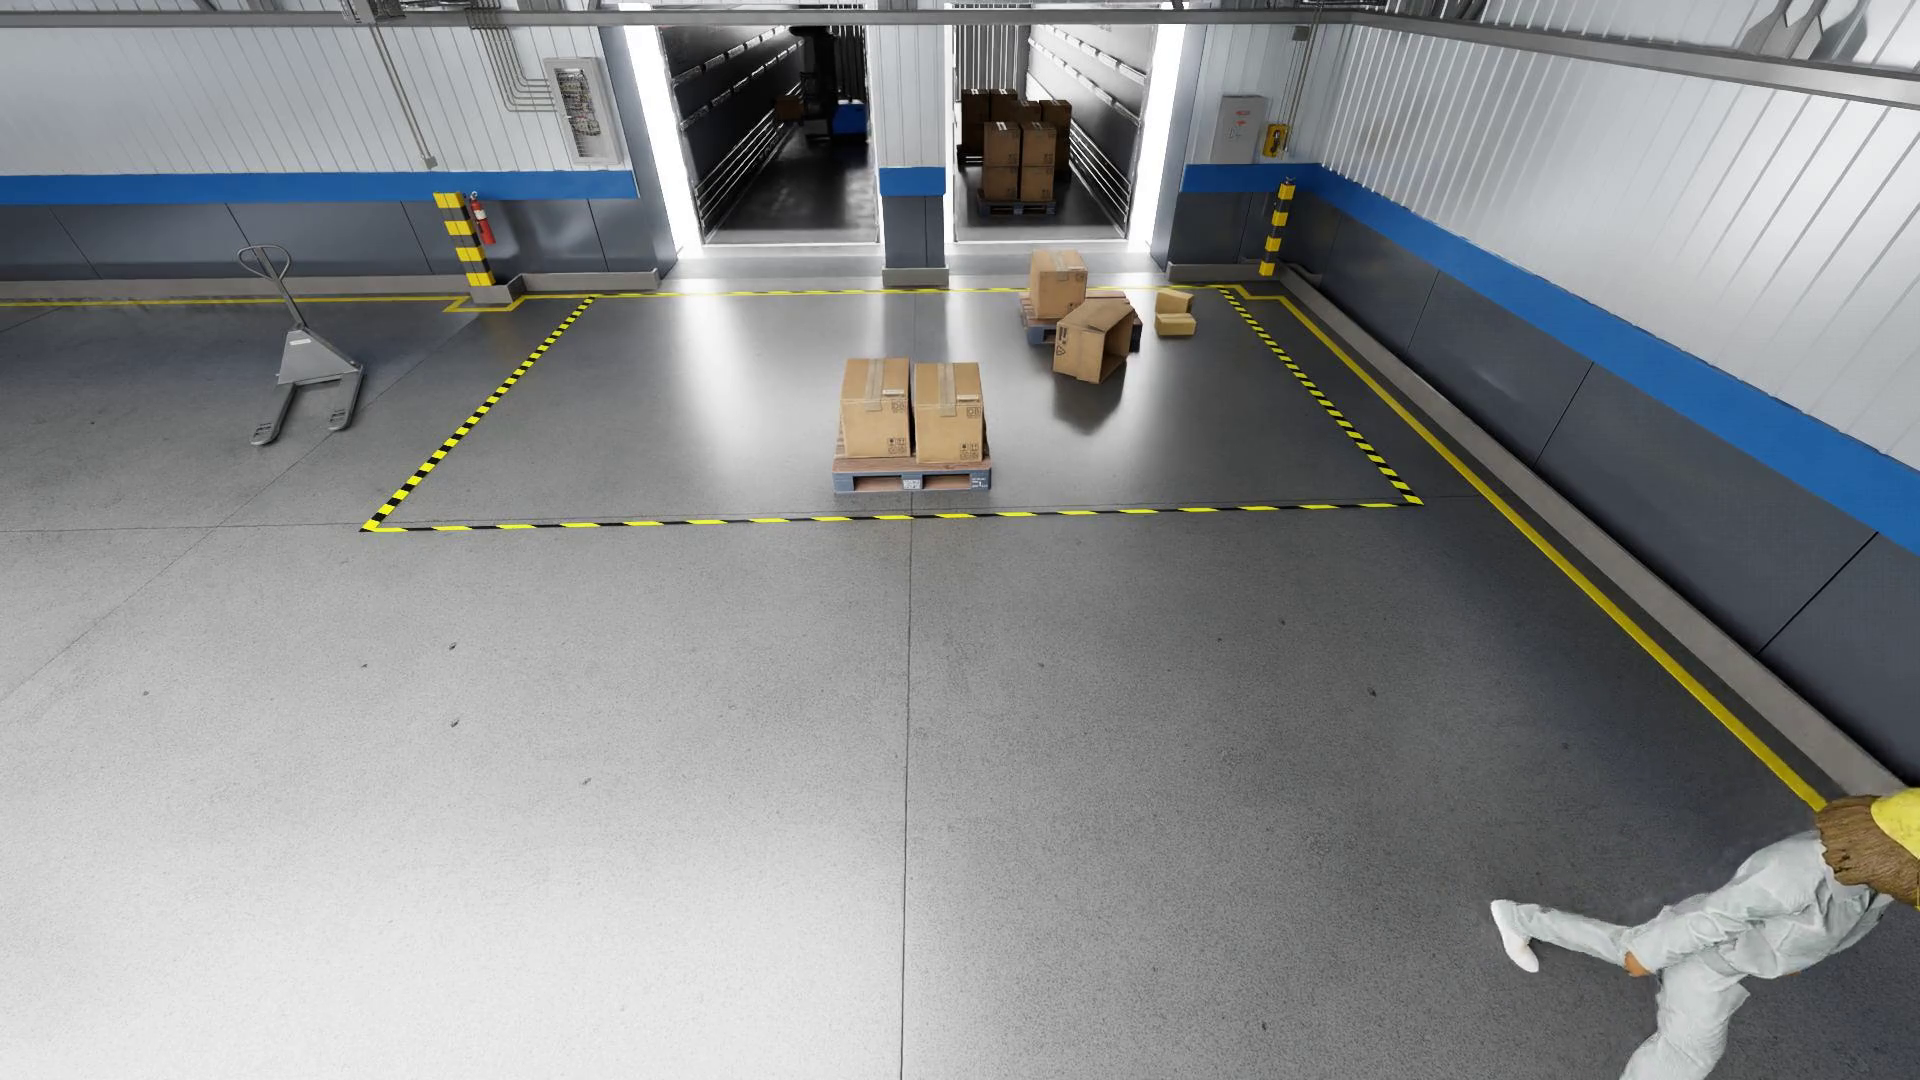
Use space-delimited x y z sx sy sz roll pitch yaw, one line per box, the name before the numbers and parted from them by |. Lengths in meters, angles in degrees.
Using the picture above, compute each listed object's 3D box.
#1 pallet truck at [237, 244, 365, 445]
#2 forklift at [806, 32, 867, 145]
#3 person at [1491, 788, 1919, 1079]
pallet truck | -5.915 -1.733 6.366 0.680 1.201 1.601 -18 42 -21
forklift | -2.547 -9.679 15.734 0.776 2.013 0.716 -7 39 -9
person | 2.323 1.225 2.271 0.490 1.692 0.897 -12 40 -15
